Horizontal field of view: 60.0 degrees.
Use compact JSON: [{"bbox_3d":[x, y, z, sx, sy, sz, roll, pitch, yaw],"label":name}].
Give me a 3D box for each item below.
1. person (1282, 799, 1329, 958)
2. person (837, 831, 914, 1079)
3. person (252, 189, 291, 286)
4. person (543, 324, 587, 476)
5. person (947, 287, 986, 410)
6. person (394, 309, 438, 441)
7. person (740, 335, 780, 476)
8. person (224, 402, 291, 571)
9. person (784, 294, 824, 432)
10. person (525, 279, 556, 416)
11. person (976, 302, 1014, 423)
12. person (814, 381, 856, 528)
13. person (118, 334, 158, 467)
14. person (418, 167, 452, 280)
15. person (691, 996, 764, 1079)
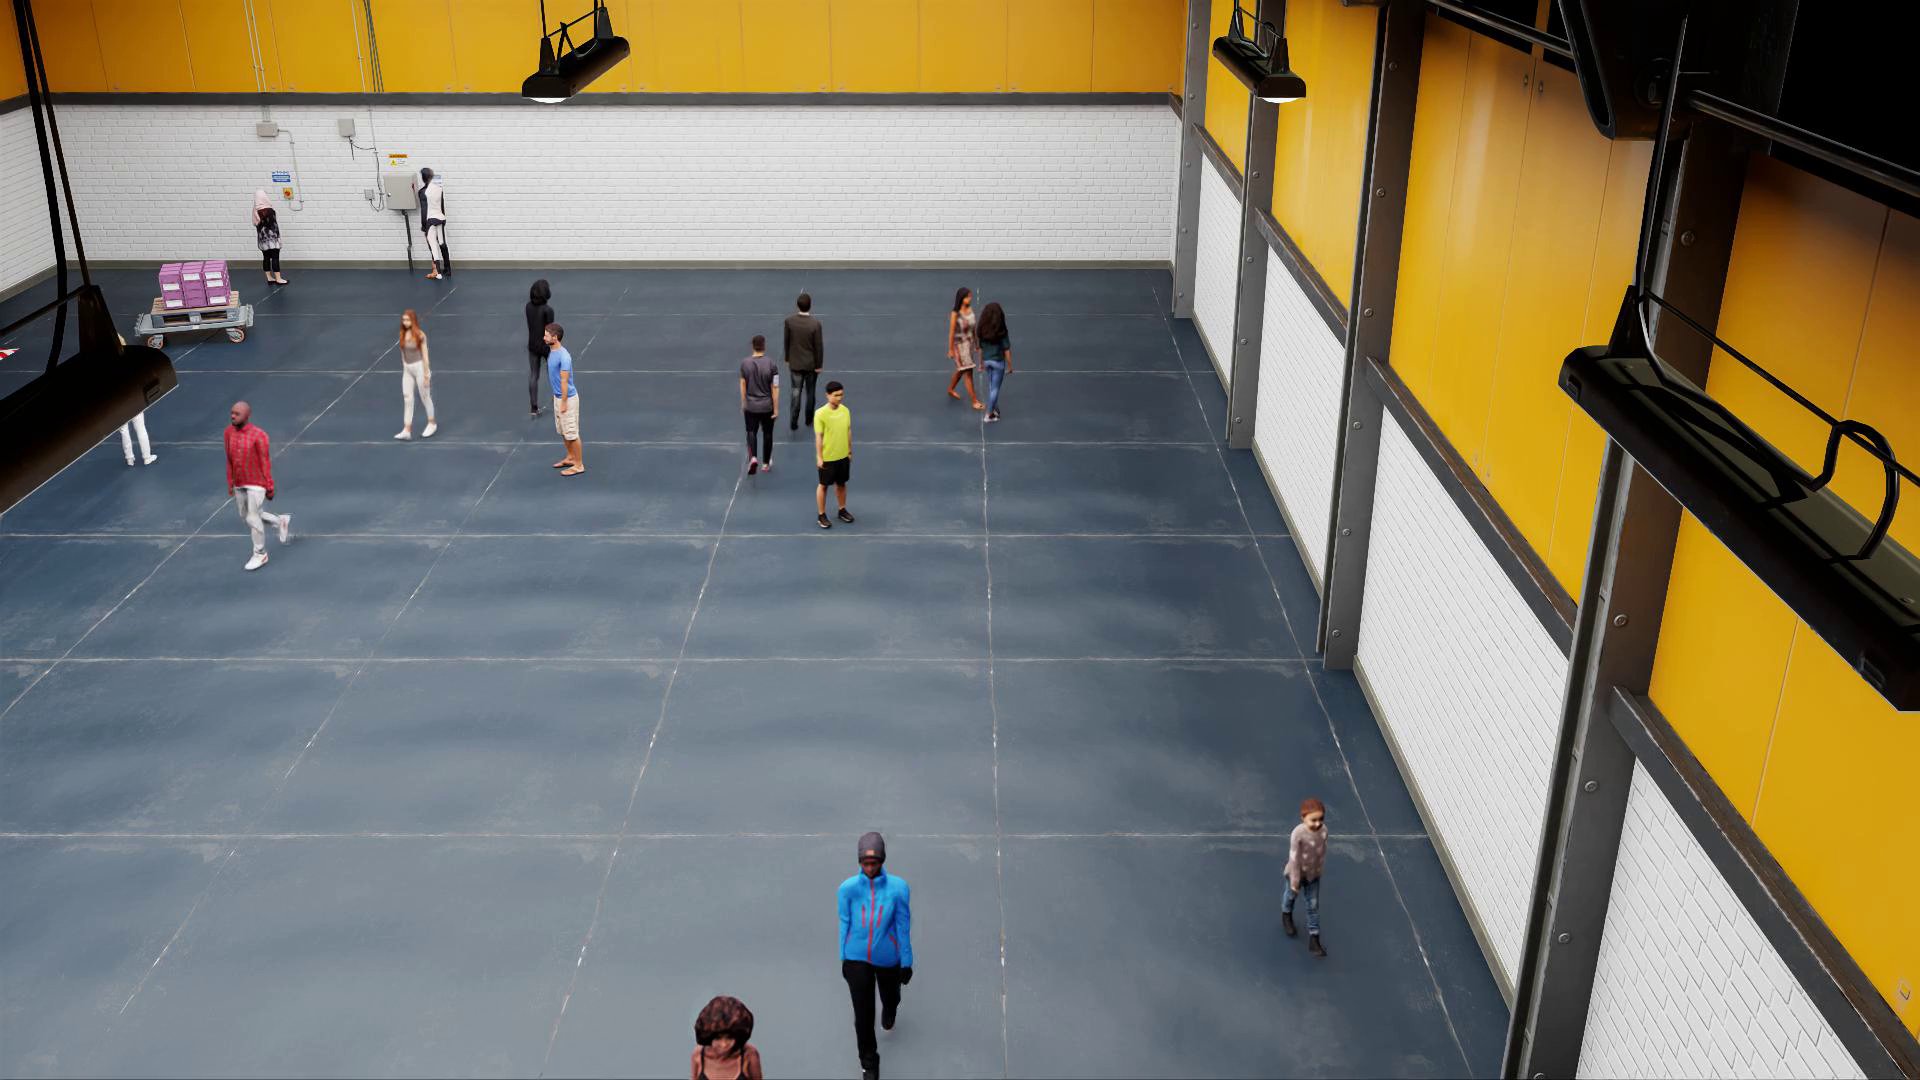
[{"bbox_3d":[2.418,2.332,11.819,0.571,1.163,0.847,-5,24,-10],"label":"person"},{"bbox_3d":[-0.528,2.585,10.479,0.613,1.773,1.079,0,24,-1],"label":"person"},{"bbox_3d":[-11.817,-5.176,28.403,0.724,1.638,0.746,10,25,21],"label":"person"},{"bbox_3d":[-4.812,-1.737,20.254,0.791,1.863,0.681,-14,27,-29],"label":"person"},{"bbox_3d":[-0.002,-2.611,22.611,1.082,1.576,1.055,20,30,38],"label":"person"},{"bbox_3d":[-6.940,-2.156,21.402,0.812,1.711,1.018,8,25,19],"label":"person"},{"bbox_3d":[-2.435,-1.577,20.039,0.634,1.743,0.918,0,24,0],"label":"person"},{"bbox_3d":[-7.547,-0.643,17.830,0.887,1.800,1.111,8,25,18],"label":"person"},{"bbox_3d":[-2.059,-2.292,21.615,0.784,1.791,0.995,4,24,9],"label":"person"},{"bbox_3d":[-5.636,-2.534,22.174,0.897,1.785,1.230,7,25,15],"label":"person"},{"bbox_3d":[0.414,-2.331,21.936,0.756,1.604,0.818,14,27,30],"label":"person"},{"bbox_3d":[-1.442,-0.987,18.736,0.695,1.704,0.719,-15,28,-31],"label":"person"},{"bbox_3d":[-10.279,-1.734,20.487,0.640,1.670,0.610,-5,24,-12],"label":"person"},{"bbox_3d":[-9.130,-5.503,28.834,0.842,1.891,0.714,13,27,27],"label":"person"},{"bbox_3d":[-1.261,3.202,9.055,0.589,1.782,0.567,-1,24,-2],"label":"person"}]
